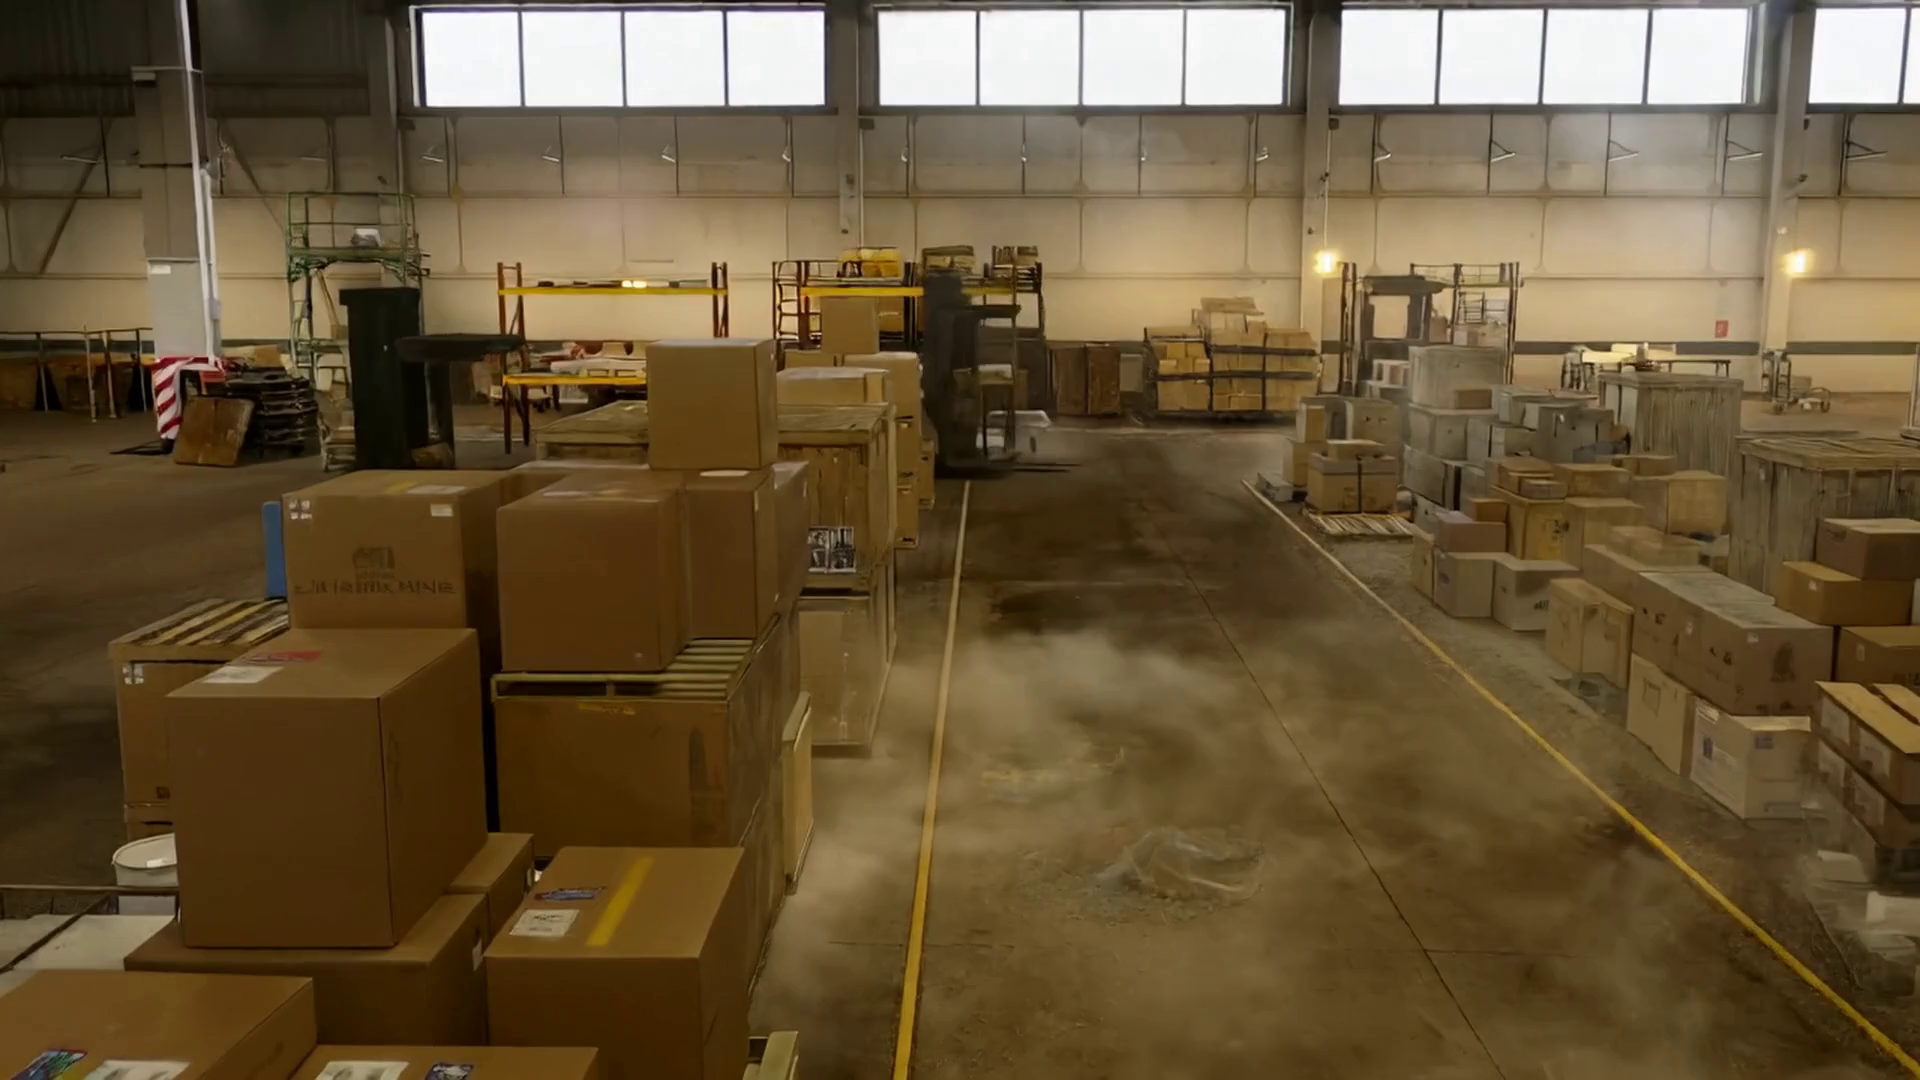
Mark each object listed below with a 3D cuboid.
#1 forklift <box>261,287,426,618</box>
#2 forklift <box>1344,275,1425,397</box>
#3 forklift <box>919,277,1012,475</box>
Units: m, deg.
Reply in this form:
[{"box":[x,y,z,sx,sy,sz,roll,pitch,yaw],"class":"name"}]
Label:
[{"box":[-4.770,-0.711,13.897,1.873,2.768,1.129,0,9,1],"class":"forklift"},{"box":[6.827,-2.810,26.466,1.129,2.768,1.873,0,9,1],"class":"forklift"},{"box":[-0.273,-2.402,24.023,1.873,2.768,1.129,3,10,18],"class":"forklift"}]
